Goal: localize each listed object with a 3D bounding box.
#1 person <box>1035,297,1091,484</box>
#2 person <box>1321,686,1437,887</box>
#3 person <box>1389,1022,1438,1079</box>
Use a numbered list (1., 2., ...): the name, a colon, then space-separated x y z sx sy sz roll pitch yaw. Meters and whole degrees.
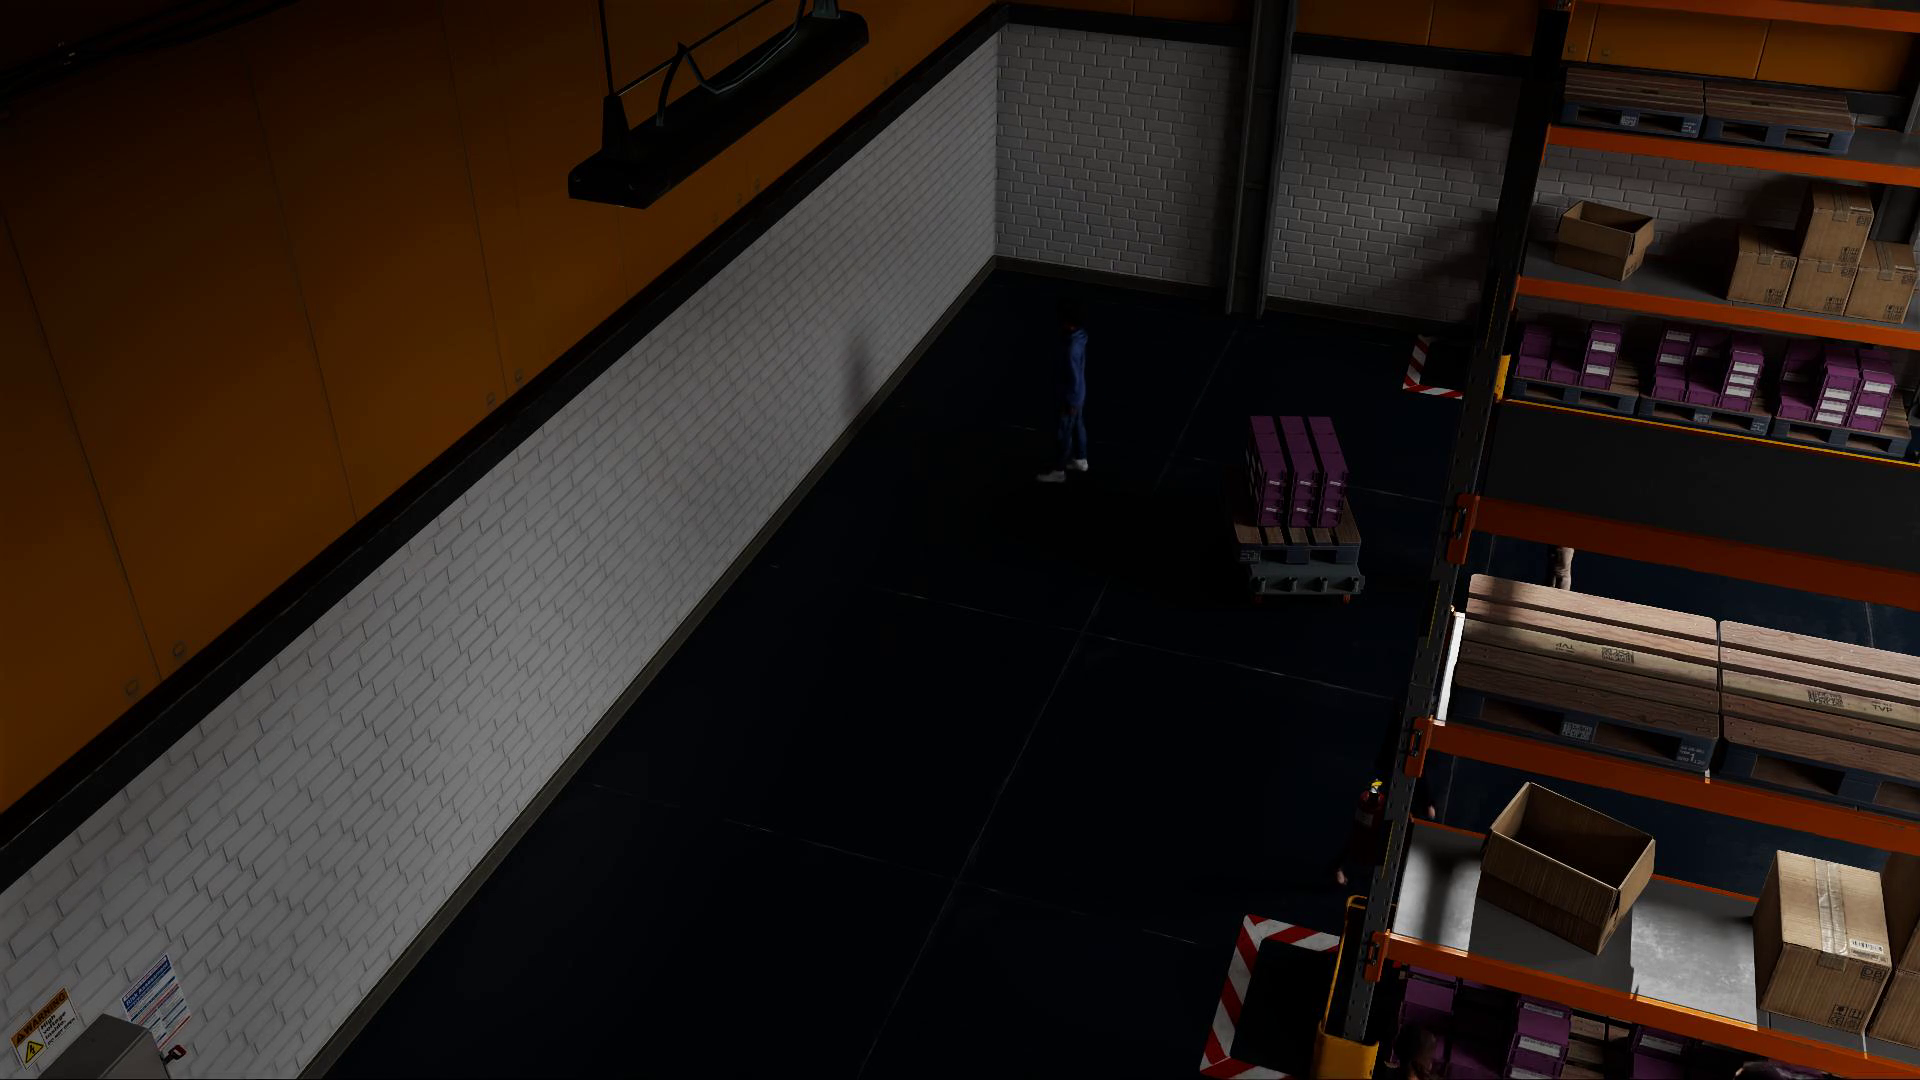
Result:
1. person: 1.021 -1.356 14.983 0.813 1.812 0.781 2 34 3
2. person: 2.709 1.628 10.629 1.152 1.661 0.855 0 34 0
3. person: 2.340 3.097 8.545 1.095 1.523 0.696 20 38 27
